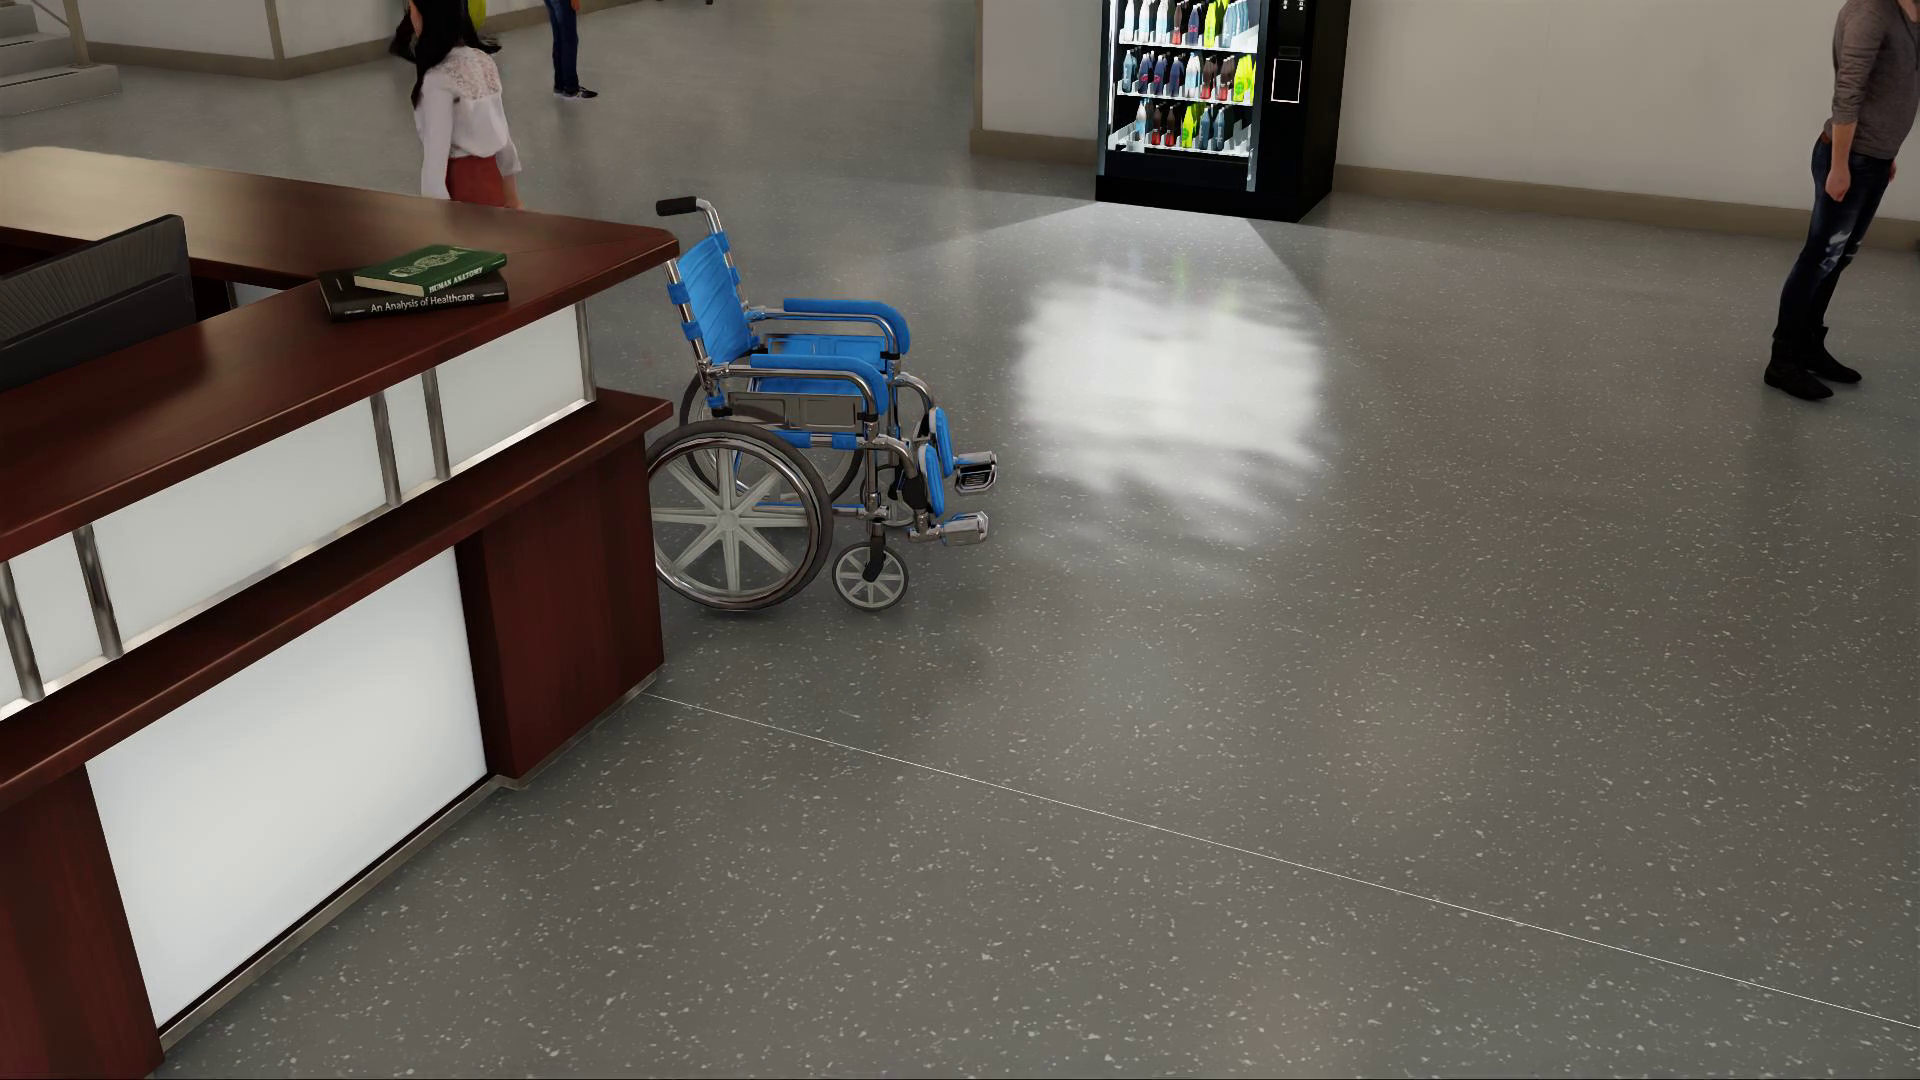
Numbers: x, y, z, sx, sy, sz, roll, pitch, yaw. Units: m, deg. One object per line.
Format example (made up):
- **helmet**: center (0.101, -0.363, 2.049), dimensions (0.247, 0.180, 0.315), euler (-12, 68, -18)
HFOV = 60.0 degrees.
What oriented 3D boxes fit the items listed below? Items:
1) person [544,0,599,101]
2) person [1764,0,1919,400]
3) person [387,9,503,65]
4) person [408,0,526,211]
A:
- **person**: center (-2.975, -4.103, 12.390), dimensions (0.683, 1.563, 0.602), euler (-15, 30, -28)
- **person**: center (3.599, -1.546, 6.694), dimensions (0.771, 1.906, 0.721), euler (-23, 34, -38)
- **person**: center (-4.353, -4.773, 13.467), dimensions (1.170, 1.834, 1.266), euler (-16, 30, -30)
- **person**: center (-1.695, -1.149, 6.091), dimensions (1.116, 1.713, 0.852), euler (3, 26, 5)
